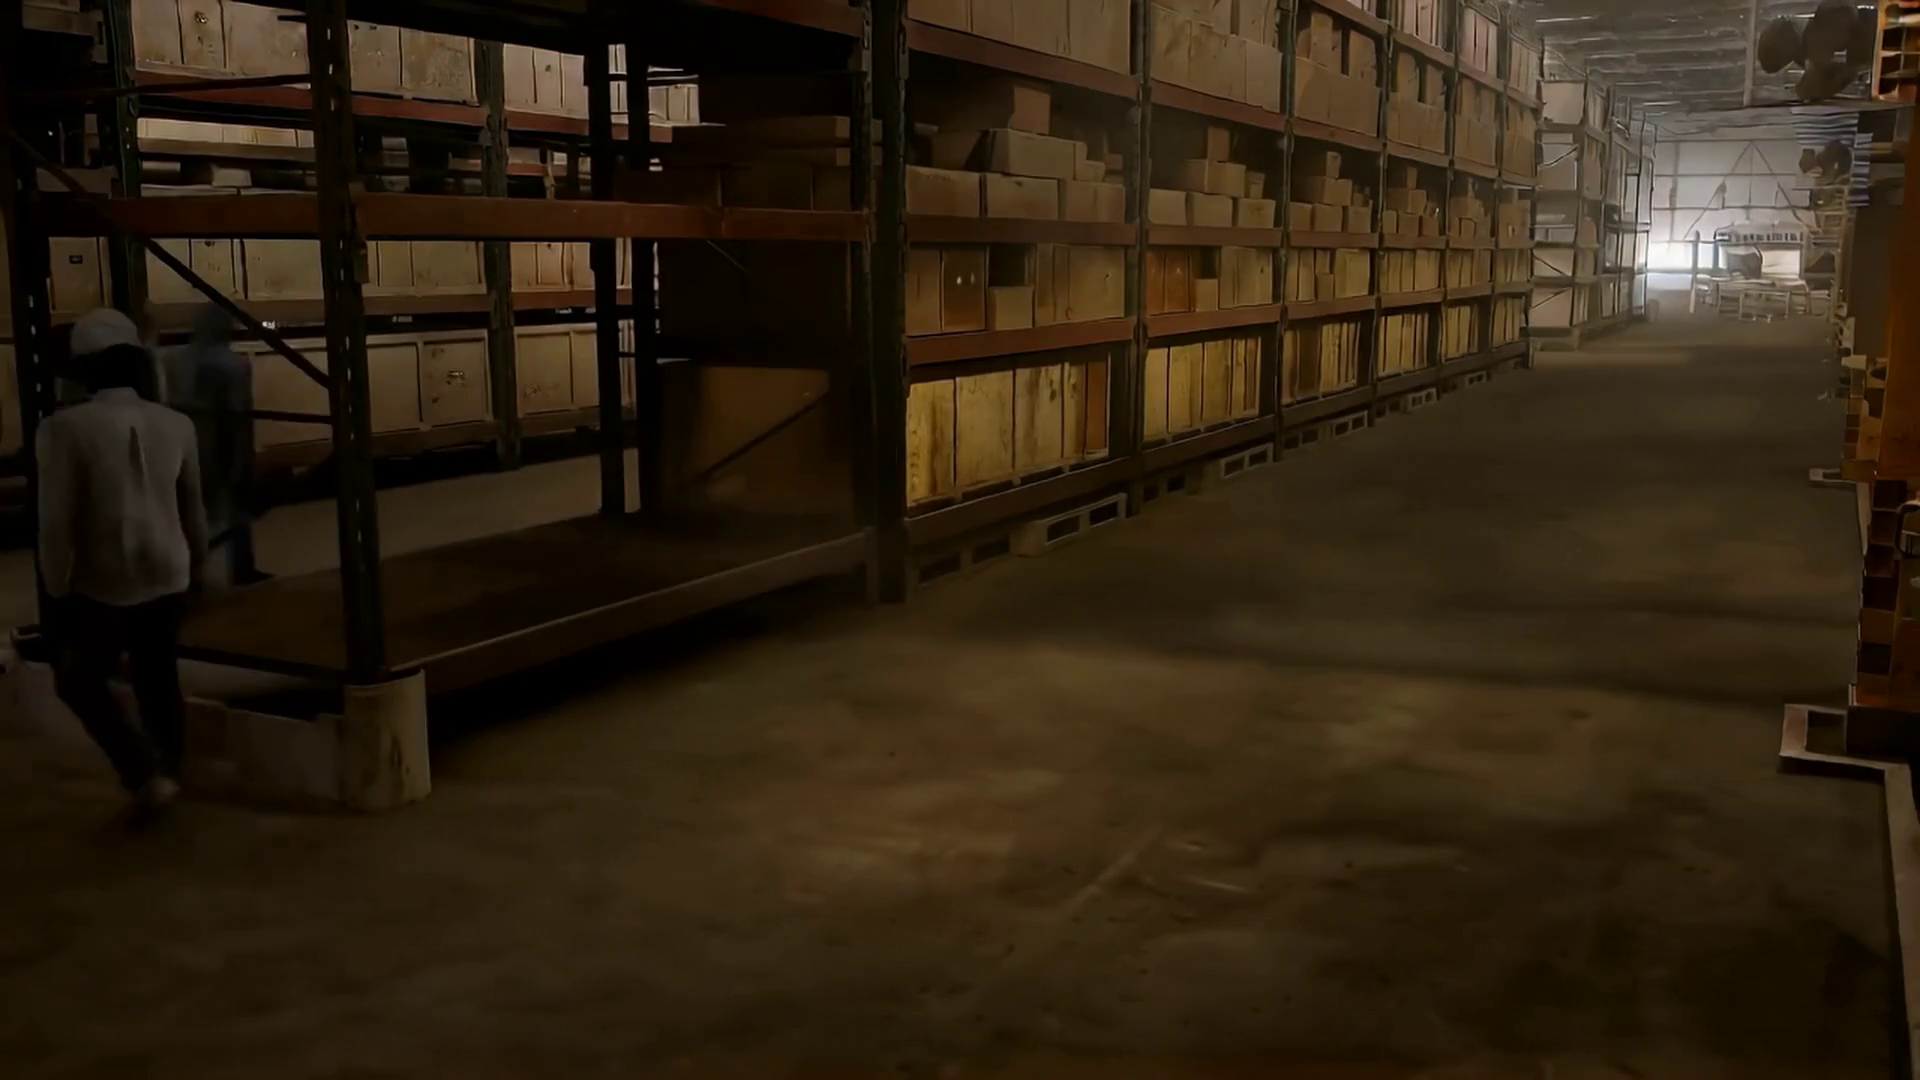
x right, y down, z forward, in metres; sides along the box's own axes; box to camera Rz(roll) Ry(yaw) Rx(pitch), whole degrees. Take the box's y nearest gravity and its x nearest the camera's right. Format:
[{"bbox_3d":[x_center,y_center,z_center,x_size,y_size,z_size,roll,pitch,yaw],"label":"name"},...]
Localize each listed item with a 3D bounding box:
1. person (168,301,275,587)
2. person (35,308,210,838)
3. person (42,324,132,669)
[{"bbox_3d":[-4.795,-0.587,10.640,0.639,1.884,0.724,4,11,24],"label":"person"},{"bbox_3d":[-3.048,0.146,6.108,0.485,1.975,0.645,6,11,31],"label":"person"},{"bbox_3d":[-4.524,-0.184,8.501,0.585,1.807,0.840,4,11,23],"label":"person"}]
